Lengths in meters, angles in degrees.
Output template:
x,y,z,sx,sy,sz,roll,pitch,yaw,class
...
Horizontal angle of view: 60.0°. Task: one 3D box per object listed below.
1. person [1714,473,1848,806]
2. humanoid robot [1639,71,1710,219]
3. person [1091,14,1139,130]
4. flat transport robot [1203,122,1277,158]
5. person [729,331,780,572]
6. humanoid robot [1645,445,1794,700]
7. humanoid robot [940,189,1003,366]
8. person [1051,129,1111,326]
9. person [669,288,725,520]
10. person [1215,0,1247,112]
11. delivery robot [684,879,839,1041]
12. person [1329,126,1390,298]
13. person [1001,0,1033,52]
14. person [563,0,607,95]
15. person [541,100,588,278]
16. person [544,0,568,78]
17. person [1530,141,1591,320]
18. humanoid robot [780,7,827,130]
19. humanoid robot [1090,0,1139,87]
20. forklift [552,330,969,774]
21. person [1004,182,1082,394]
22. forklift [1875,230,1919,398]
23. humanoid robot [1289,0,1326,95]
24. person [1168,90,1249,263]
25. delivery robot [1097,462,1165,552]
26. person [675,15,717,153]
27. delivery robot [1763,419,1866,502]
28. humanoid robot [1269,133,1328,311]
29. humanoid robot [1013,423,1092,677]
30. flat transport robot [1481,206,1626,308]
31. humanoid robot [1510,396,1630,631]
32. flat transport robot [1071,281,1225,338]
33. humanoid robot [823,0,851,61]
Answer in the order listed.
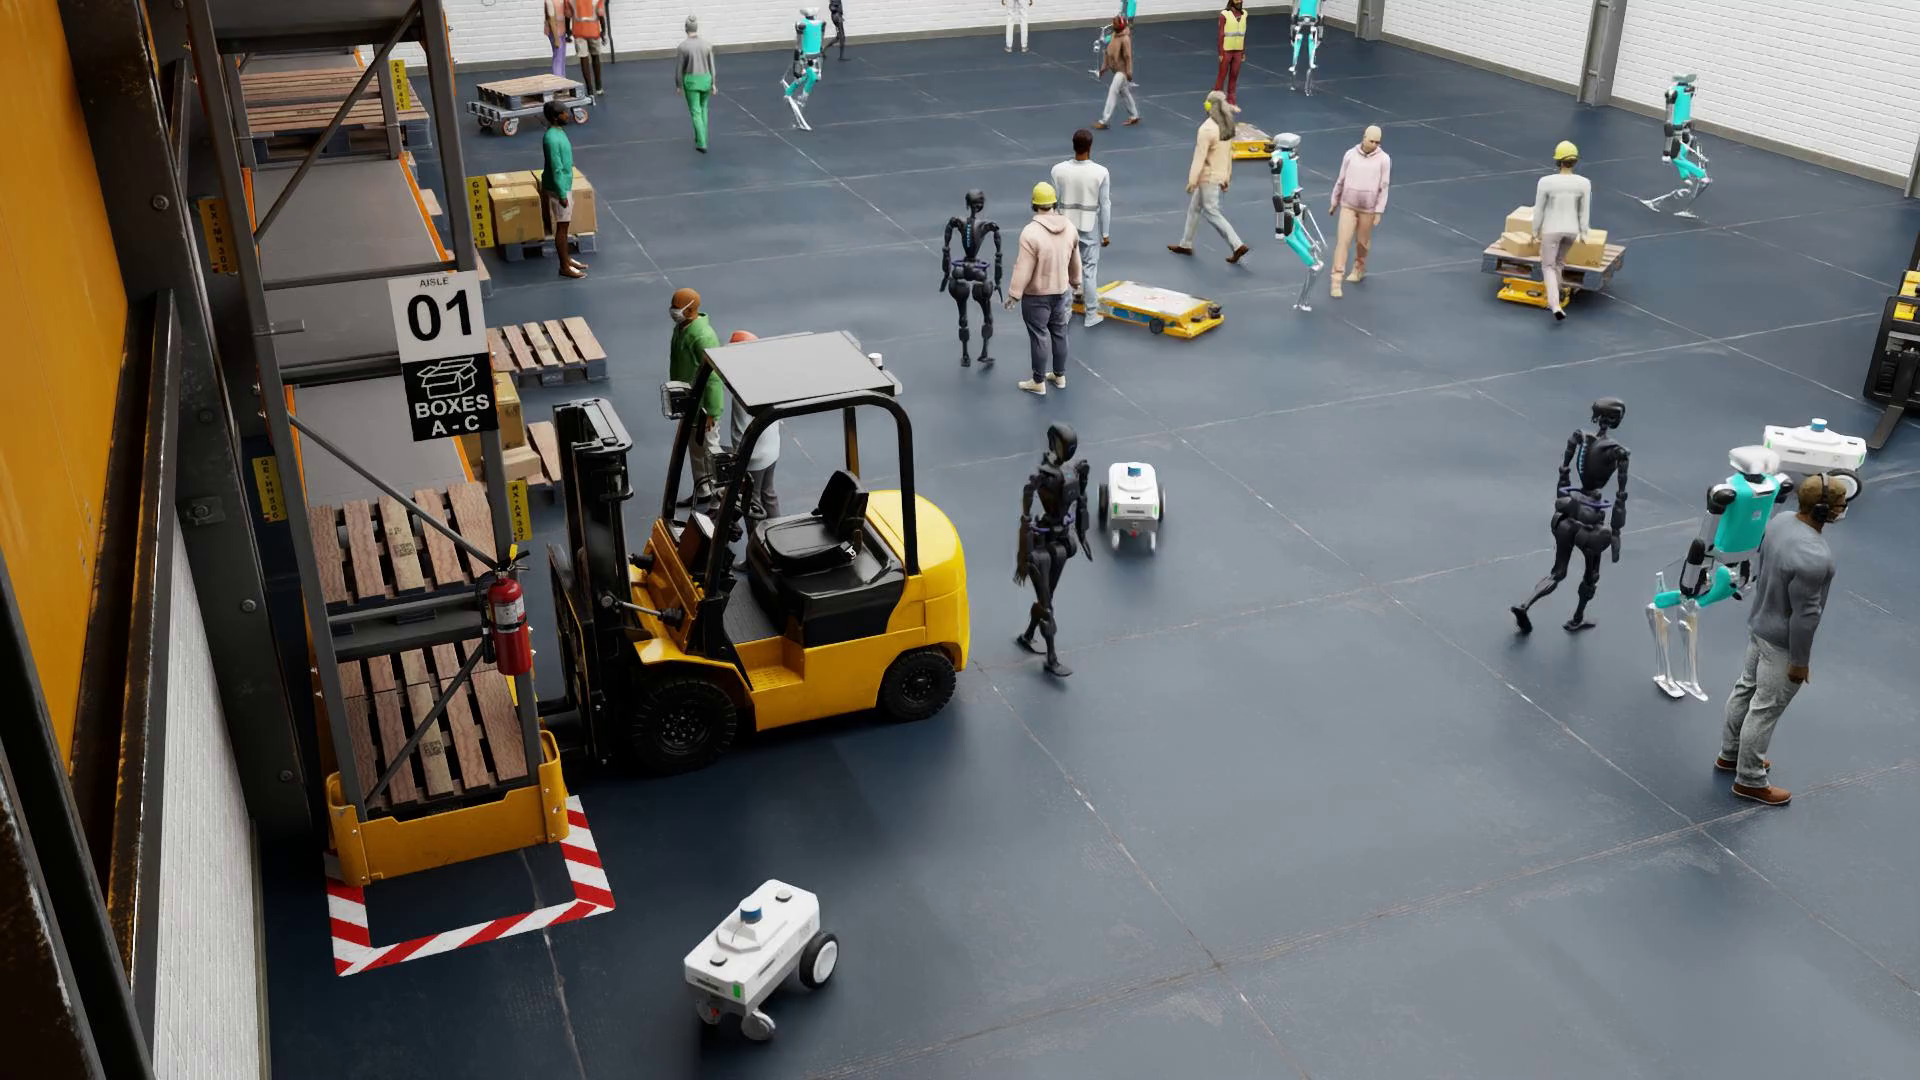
x,y,z,sx,sy,sz,roll,pitch,yaw,class
4.494,0.525,9.086,0.370,1.940,0.627,3,27,6,person
8.502,-4.542,19.393,0.540,1.724,1.013,-22,34,-37,humanoid robot
2.279,-6.722,23.859,0.860,1.603,0.460,-11,29,-20,person
3.855,-5.526,22.978,0.659,0.231,1.431,-4,27,-8,flat transport robot
-1.441,-0.613,11.572,0.350,1.737,0.573,9,28,17,person
4.455,0.171,10.002,0.542,1.763,0.712,-8,28,-16,humanoid robot
0.099,-2.386,15.174,0.613,1.650,0.308,7,28,14,humanoid robot
1.166,-3.020,16.162,0.587,1.918,0.392,9,28,18,person
-1.945,-1.007,12.306,0.384,1.781,0.550,-17,31,-29,person
4.035,-7.273,24.785,0.466,1.768,0.376,-12,29,-22,person
-0.941,1.936,7.817,0.525,0.593,0.764,14,30,26,delivery robot
4.120,-3.440,17.207,0.580,1.734,0.870,9,28,18,person
0.998,-9.524,29.145,0.577,1.878,0.345,0,27,-1,person
-5.818,-7.877,25.803,0.608,1.924,0.860,-9,28,-17,person
-4.231,-3.718,17.621,0.396,1.854,0.494,-3,27,-6,person
-6.227,-7.800,25.746,0.391,1.847,0.563,1,27,2,person
5.928,-3.020,16.370,0.522,1.725,0.745,-2,27,-5,person
-2.287,-6.639,23.687,0.766,1.894,0.543,21,34,36,humanoid robot
2.379,-8.133,26.597,1.037,1.783,0.535,11,29,22,humanoid robot
-1.094,0.010,9.831,2.313,2.155,1.214,-10,28,-20,forklift
0.755,-2.195,14.577,0.815,1.864,0.416,-19,33,-33,person
9.029,-2.397,14.618,1.214,2.155,2.313,18,32,32,forklift
5.353,-7.805,25.952,0.538,1.808,0.794,10,28,19,humanoid robot
2.772,-3.950,18.100,0.957,1.824,0.562,17,31,30,person
1.271,-0.286,12.239,0.499,0.596,0.795,1,27,2,delivery robot
-3.652,-6.246,22.681,0.547,1.816,0.748,-17,31,-30,person
6.665,-0.643,12.962,0.778,0.607,0.521,10,28,20,delivery robot
3.433,-3.106,16.605,0.776,1.829,0.542,16,31,28,humanoid robot
0.613,0.040,10.367,0.594,1.635,0.697,-22,34,-36,humanoid robot
6.184,-2.735,17.427,0.659,0.231,1.431,16,31,29,flat transport robot
3.958,-0.133,10.704,0.614,1.621,0.595,-12,29,-23,humanoid robot
1.860,-2.319,16.599,1.431,0.231,0.659,20,33,34,flat transport robot
-2.164,-9.011,28.363,0.569,1.628,0.616,-4,27,-8,humanoid robot
